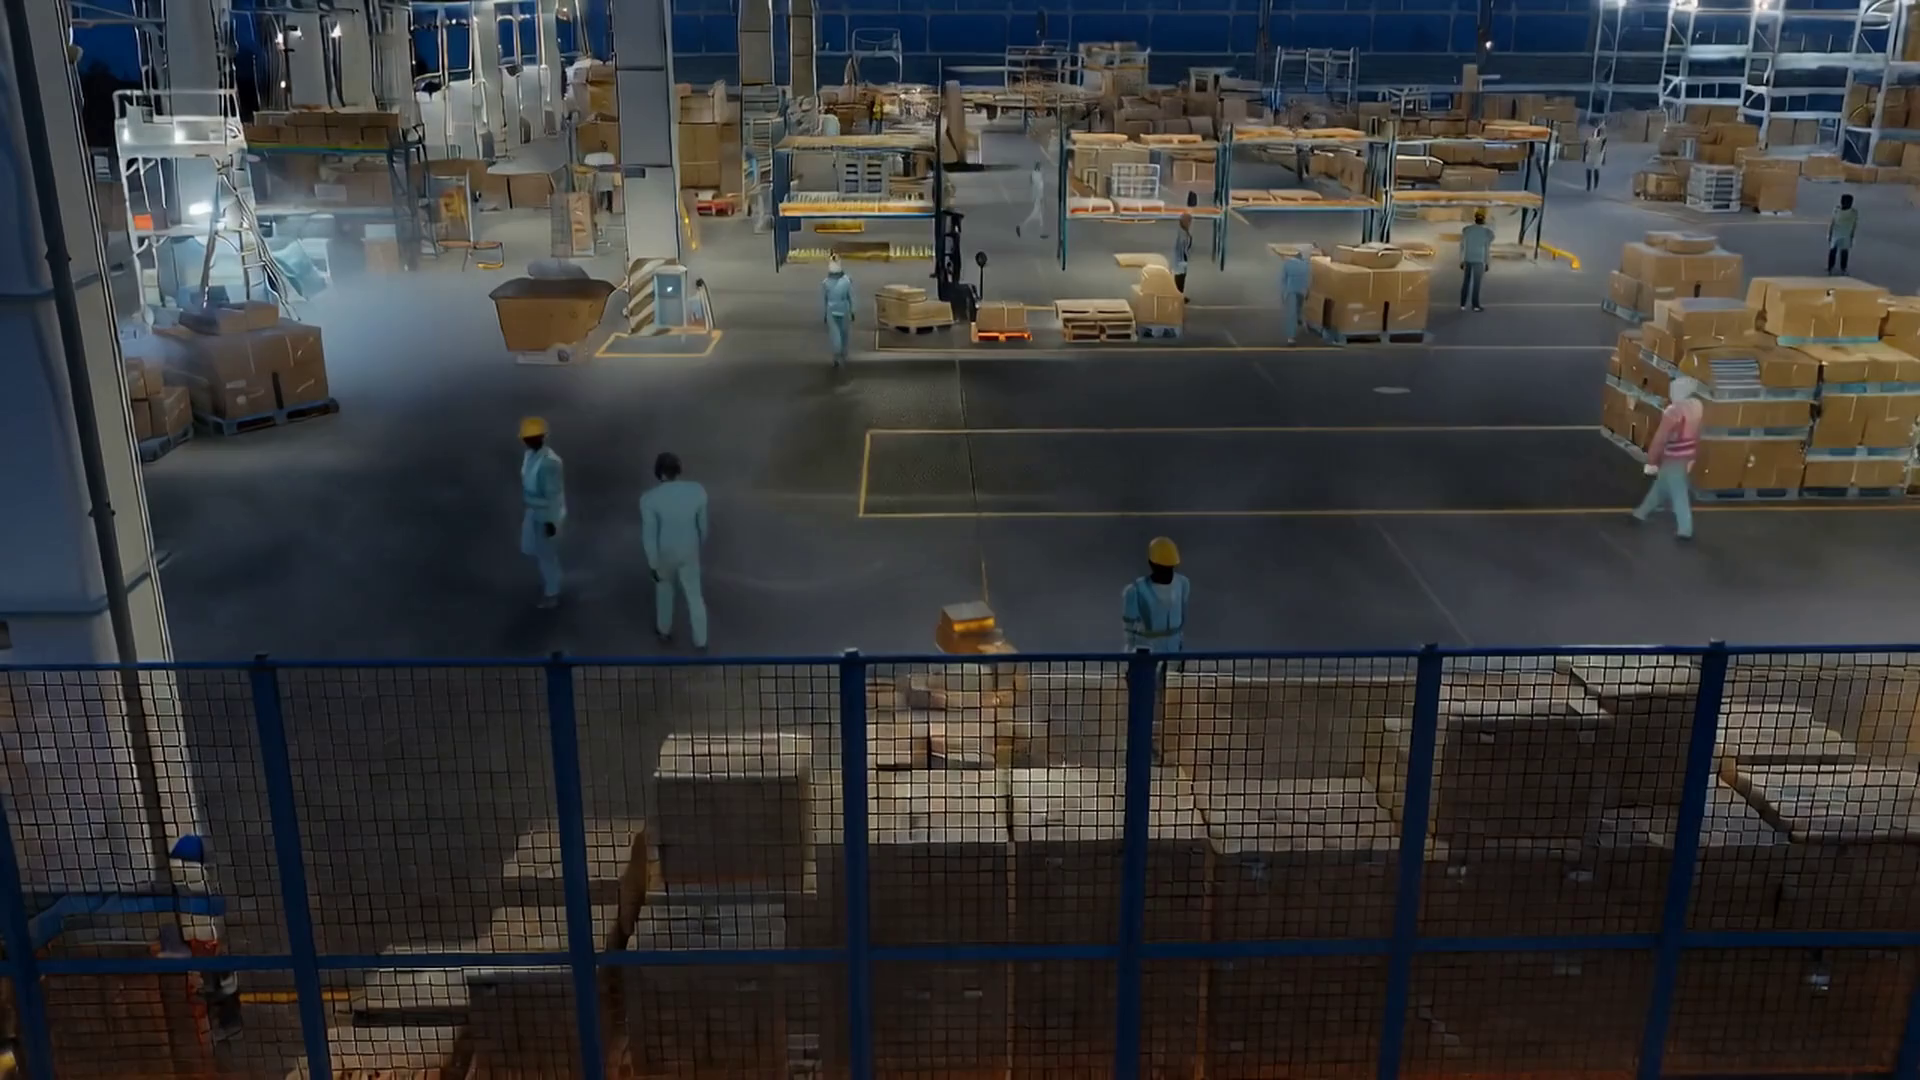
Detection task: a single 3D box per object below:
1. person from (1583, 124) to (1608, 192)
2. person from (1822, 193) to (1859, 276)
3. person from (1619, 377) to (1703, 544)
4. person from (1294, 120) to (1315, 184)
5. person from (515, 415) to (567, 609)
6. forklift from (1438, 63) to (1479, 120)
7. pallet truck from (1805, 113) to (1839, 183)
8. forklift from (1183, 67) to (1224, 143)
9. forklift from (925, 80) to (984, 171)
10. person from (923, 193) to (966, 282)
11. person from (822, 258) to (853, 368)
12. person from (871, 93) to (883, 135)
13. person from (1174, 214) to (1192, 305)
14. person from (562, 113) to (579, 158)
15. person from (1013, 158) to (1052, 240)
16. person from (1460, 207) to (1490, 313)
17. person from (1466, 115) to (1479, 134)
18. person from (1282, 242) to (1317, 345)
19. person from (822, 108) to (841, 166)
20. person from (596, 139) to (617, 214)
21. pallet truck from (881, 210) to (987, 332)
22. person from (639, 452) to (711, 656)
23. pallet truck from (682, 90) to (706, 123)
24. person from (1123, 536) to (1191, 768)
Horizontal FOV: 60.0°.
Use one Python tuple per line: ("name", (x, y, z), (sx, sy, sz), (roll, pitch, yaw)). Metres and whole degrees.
("person", (18.392, -11.067, 48.148), (0.622, 1.942, 0.662), (10, 21, 27))
("person", (18.277, -6.328, 34.461), (0.321, 1.699, 0.537), (-13, 23, -34))
("person", (7.737, -0.903, 18.222), (0.654, 1.789, 0.945), (-15, 24, -38))
("person", (10.407, -11.750, 50.282), (0.605, 1.880, 0.976), (0, 19, 1))
("person", (-4.048, -0.267, 16.127), (0.436, 1.935, 0.610), (-16, 24, -39))
("forklift", (19.482, -16.861, 63.892), (1.873, 2.768, 1.129), (-1, 19, -1))
("pallet truck", (26.403, -11.957, 50.702), (0.823, 1.965, 1.885), (6, 19, 16))
("forklift", (8.883, -16.014, 61.379), (1.129, 2.768, 1.873), (13, 22, 33))
("forklift", (-0.204, -13.247, 53.168), (1.873, 2.768, 1.129), (-1, 19, -3))
("person", (-0.292, -6.162, 33.849), (1.011, 1.789, 0.494), (-9, 20, -24))
("person", (-1.936, -3.614, 26.364), (0.484, 1.736, 0.438), (-1, 19, -4))
("person", (-3.077, -15.689, 61.952), (0.358, 1.881, 0.574), (-16, 24, -39))
("person", (4.219, -5.317, 31.469), (0.317, 1.695, 0.540), (-4, 19, -11))
("person", (-13.323, -13.861, 56.969), (0.544, 1.586, 0.868), (-3, 19, -10))
("person", (1.734, -8.043, 39.236), (0.844, 1.913, 0.637), (8, 20, 22))
("person", (9.494, -5.168, 30.670), (0.374, 1.928, 0.584), (-17, 25, -40))
("person", (15.693, -12.150, 51.378), (0.565, 1.932, 0.423), (-2, 19, -7))
("person", (5.732, -4.131, 27.894), (0.543, 1.717, 0.870), (-4, 19, -11))
("person", (-4.242, -13.313, 54.911), (0.633, 1.869, 1.002), (0, 19, 1))
("person", (-9.298, -9.554, 43.689), (0.555, 1.922, 0.533), (-14, 23, -35))
("pallet truck", (-0.493, -4.759, 29.349), (1.885, 1.965, 0.823), (-13, 23, -34))
("person", (-2.548, 0.129, 15.019), (0.633, 1.899, 1.007), (-8, 20, -23))
("pallet truck", (-9.671, -15.907, 62.421), (0.823, 1.965, 1.885), (5, 19, 15))
("person", (1.511, 0.882, 12.723), (0.589, 1.927, 0.387), (-10, 21, -28))
